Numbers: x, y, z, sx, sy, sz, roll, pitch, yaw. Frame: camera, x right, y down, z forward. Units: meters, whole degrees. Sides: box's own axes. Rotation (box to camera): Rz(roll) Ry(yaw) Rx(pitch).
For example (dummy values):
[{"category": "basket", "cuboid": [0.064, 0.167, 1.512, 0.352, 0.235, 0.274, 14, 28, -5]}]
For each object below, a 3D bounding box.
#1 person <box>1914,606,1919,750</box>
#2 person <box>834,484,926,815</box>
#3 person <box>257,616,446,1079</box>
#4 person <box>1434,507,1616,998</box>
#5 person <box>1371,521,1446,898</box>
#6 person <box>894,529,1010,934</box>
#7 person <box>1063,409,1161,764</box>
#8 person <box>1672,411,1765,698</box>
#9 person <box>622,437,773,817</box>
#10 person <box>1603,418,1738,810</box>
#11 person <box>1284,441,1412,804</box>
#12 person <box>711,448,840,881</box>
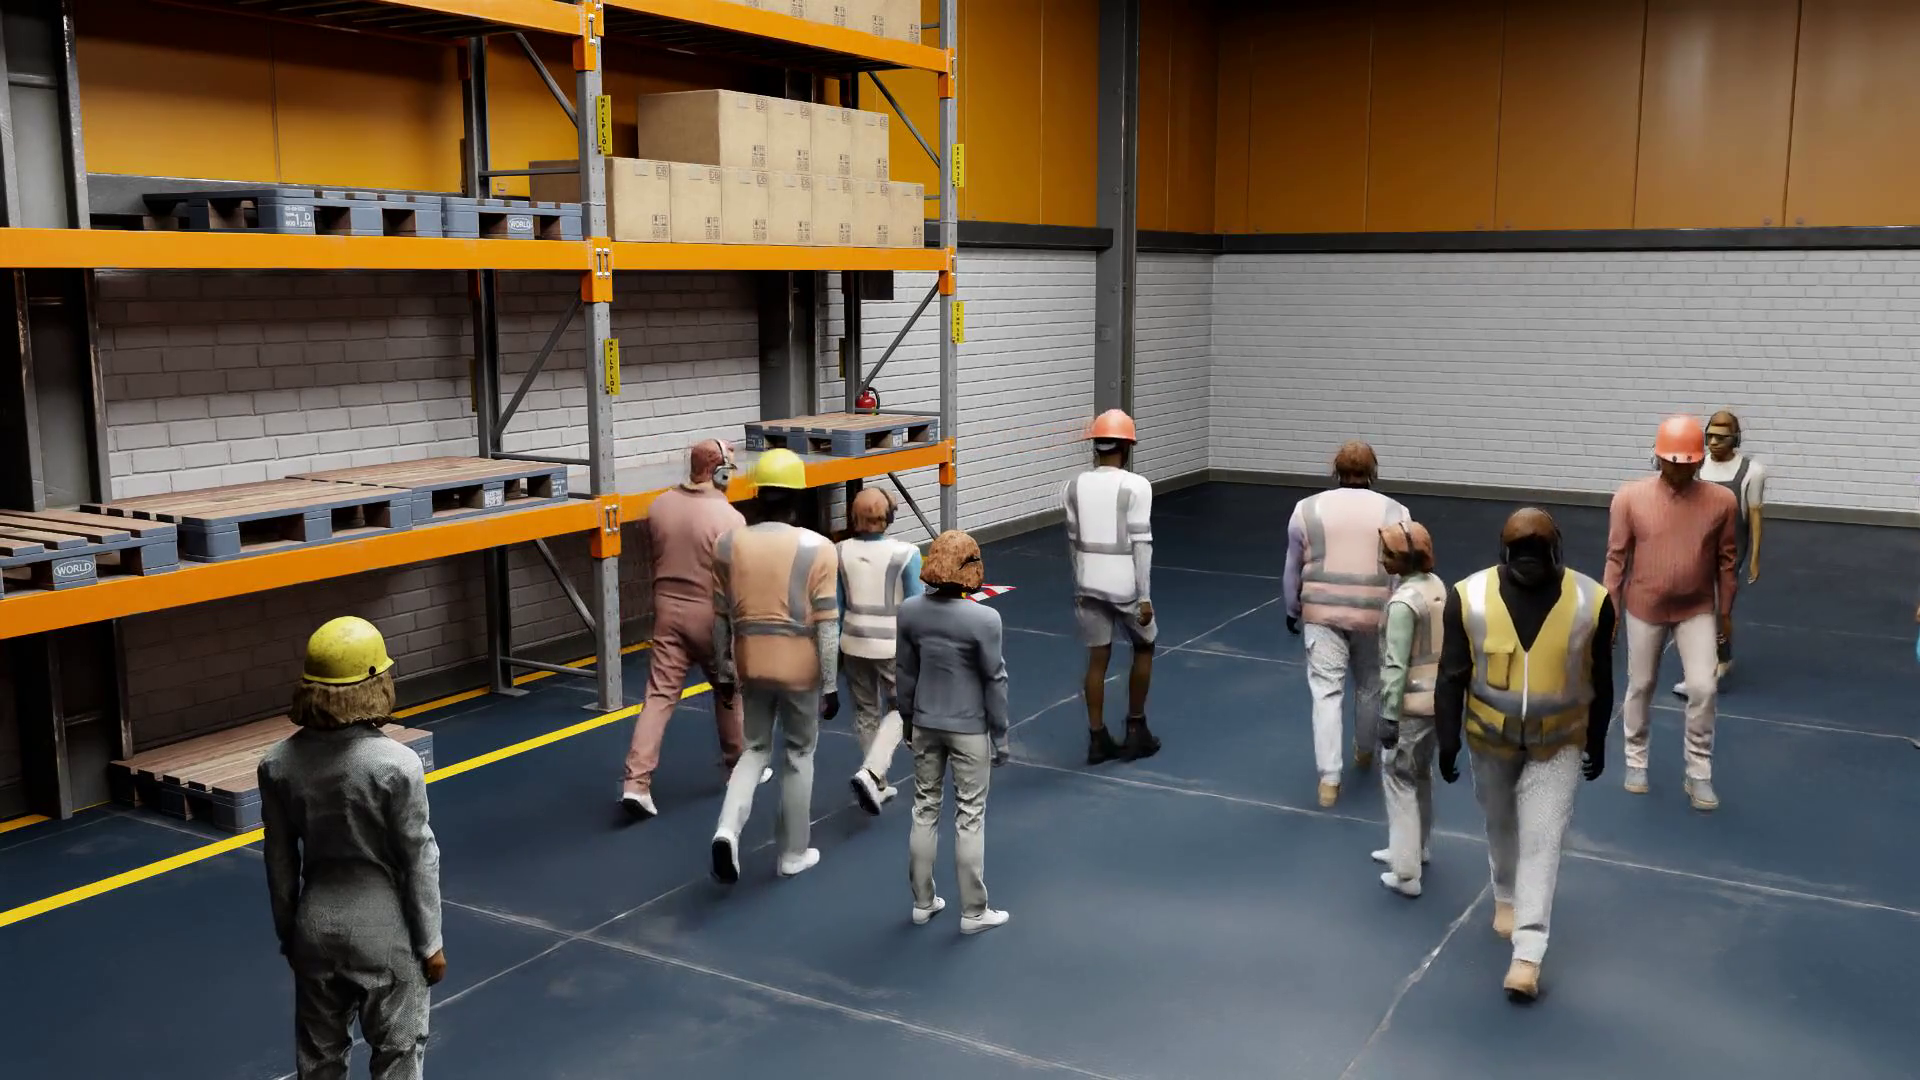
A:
[{"category": "person", "cuboid": [5.590, 0.276, 9.262, 0.725, 1.807, 0.383, -7, 11, -37]}, {"category": "person", "cuboid": [-0.420, 0.545, 8.093, 0.526, 1.624, 0.531, 4, 10, 25]}, {"category": "person", "cuboid": [-1.616, 1.065, 4.496, 0.484, 1.745, 0.296, 2, 9, 10]}, {"category": "person", "cuboid": [2.136, 0.751, 6.341, 0.635, 1.784, 0.979, 4, 10, 22]}, {"category": "person", "cuboid": [1.927, 0.709, 7.152, 0.374, 1.606, 0.596, 6, 11, 34]}, {"category": "person", "cuboid": [-0.026, 0.767, 6.698, 0.507, 1.633, 0.278, 5, 11, 31]}, {"category": "person", "cuboid": [0.854, 0.247, 9.087, 0.571, 1.906, 0.636, 7, 11, 36]}, {"category": "person", "cuboid": [4.780, 0.076, 10.551, 1.006, 1.794, 0.531, -9, 13, -44]}, {"category": "person", "cuboid": [-1.326, 0.421, 8.197, 0.649, 1.862, 0.995, 4, 10, 26]}, {"category": "person", "cuboid": [3.530, 0.356, 8.295, 0.642, 1.949, 0.659, 2, 9, 14]}, {"category": "person", "cuboid": [1.987, 0.386, 8.573, 0.627, 1.799, 0.932, 2, 9, 11]}, {"category": "person", "cuboid": [-0.817, 0.567, 7.126, 0.589, 1.905, 0.639, 3, 10, 20]}]
